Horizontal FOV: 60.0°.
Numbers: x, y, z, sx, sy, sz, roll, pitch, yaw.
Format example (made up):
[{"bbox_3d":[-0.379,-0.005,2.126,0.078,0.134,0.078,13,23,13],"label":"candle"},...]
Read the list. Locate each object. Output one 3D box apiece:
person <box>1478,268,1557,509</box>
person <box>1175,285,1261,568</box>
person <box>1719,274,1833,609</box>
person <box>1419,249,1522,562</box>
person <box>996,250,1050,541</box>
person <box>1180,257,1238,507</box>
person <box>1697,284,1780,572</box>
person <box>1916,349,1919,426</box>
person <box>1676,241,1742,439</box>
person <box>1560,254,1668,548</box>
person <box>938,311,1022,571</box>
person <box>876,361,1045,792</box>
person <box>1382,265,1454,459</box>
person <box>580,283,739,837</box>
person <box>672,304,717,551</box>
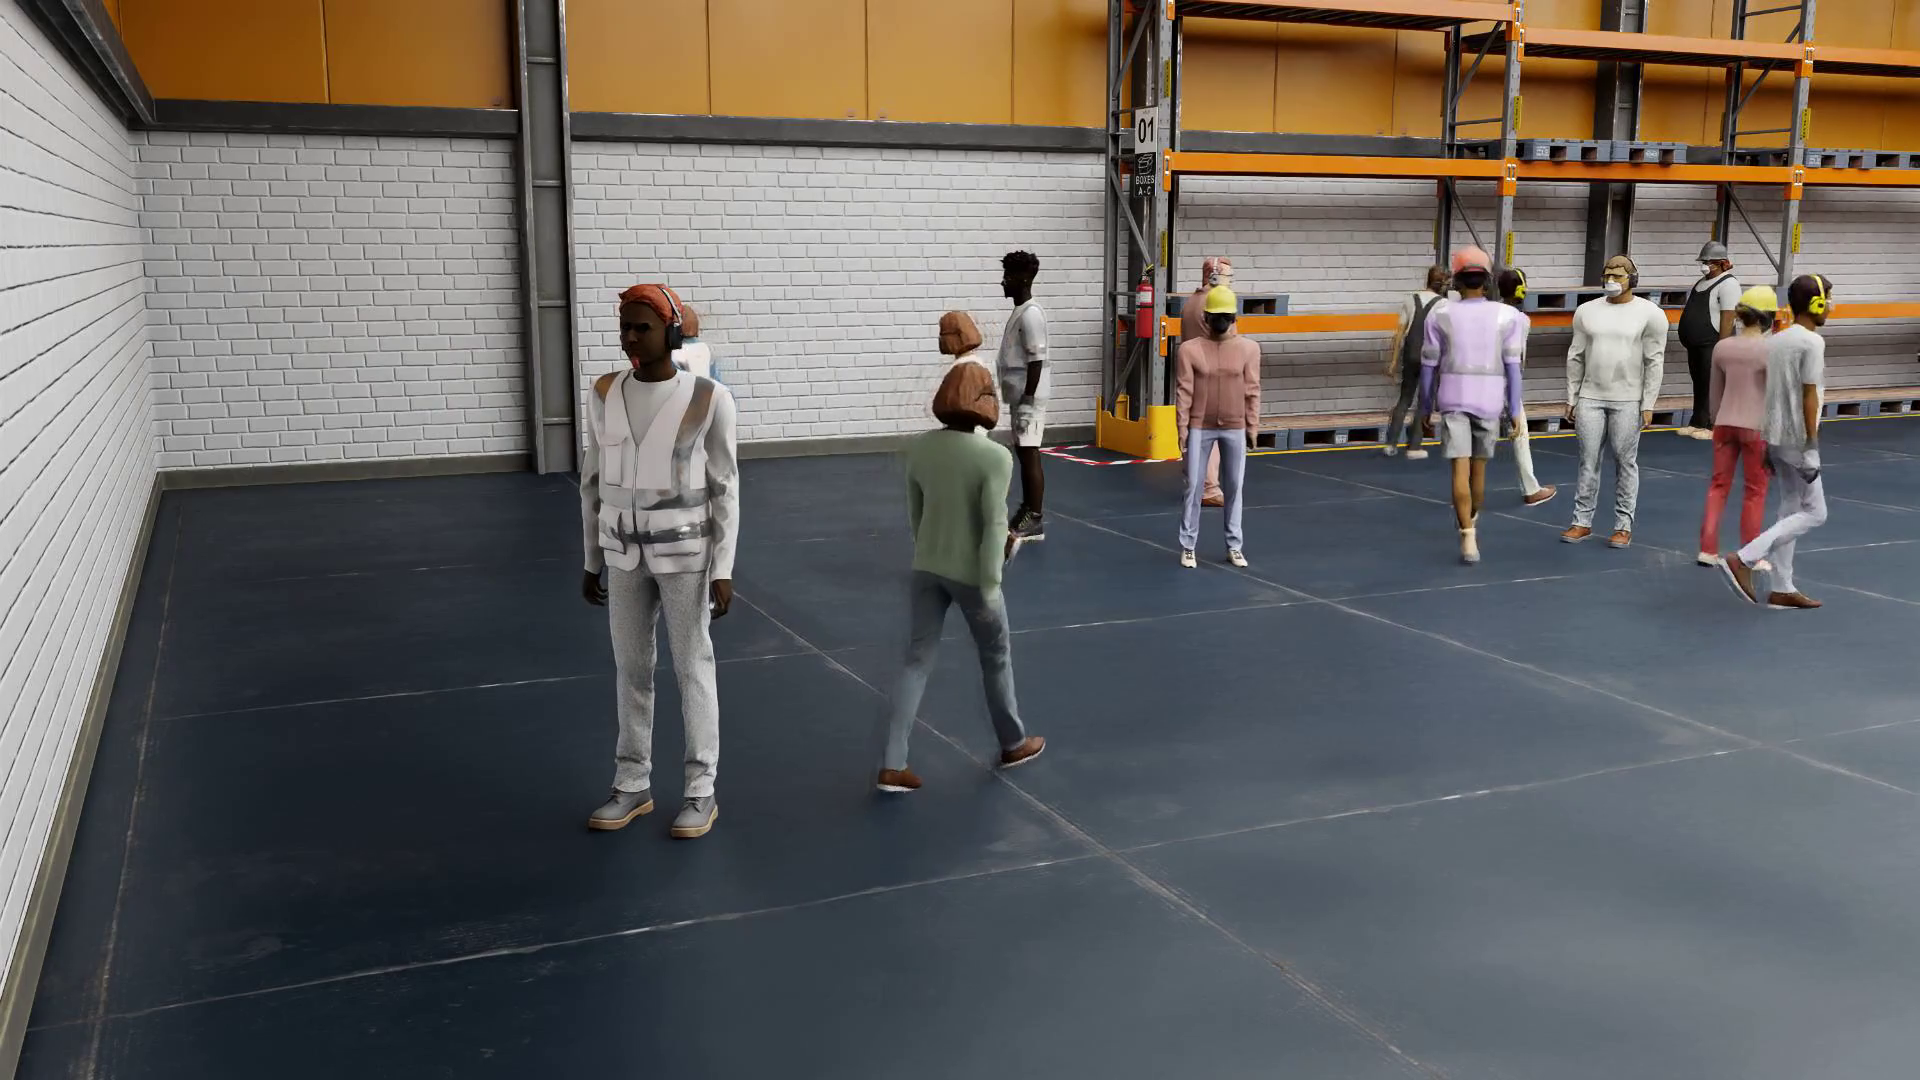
[{"bbox_3d":[4.137,-1.138,12.612,0.956,1.823,0.521,-6,12,-30],"label":"person"},{"bbox_3d":[1.589,-0.687,10.292,0.521,1.759,0.360,0,10,0],"label":"person"},{"bbox_3d":[4.496,-0.518,9.086,0.515,1.848,0.546,0,10,2],"label":"person"},{"bbox_3d":[3.286,-0.879,10.741,0.623,1.970,1.096,2,10,9],"label":"person"},{"bbox_3d":[0.429,-0.977,11.309,0.368,1.967,0.600,-1,10,-4],"label":"person"},{"bbox_3d":[1.937,-1.211,12.789,0.399,1.905,0.642,-3,11,-17],"label":"person"},{"bbox_3d":[4.841,-0.679,10.240,0.329,1.777,0.527,-5,11,-27],"label":"person"},{"bbox_3d":[10.817,-2.080,18.247,0.444,1.683,0.539,-4,11,-22],"label":"person"},{"bbox_3d":[7.683,-2.061,17.142,0.535,2.000,0.680,0,10,-2],"label":"person"},{"bbox_3d":[4.330,-0.918,11.061,0.632,1.940,0.372,9,13,40],"label":"person"},{"bbox_3d":[0.075,-0.543,9.849,0.459,1.615,0.517,4,11,21],"label":"person"},{"bbox_3d":[-0.017,0.132,6.186,0.499,1.587,0.847,7,12,34],"label":"person"},{"bbox_3d":[4.324,-1.652,15.516,0.551,1.804,0.455,8,13,38],"label":"person"},{"bbox_3d":[-1.031,0.077,5.671,0.573,1.883,0.355,3,11,17],"label":"person"},{"bbox_3d":[-1.865,-0.726,10.875,0.720,1.608,0.538,5,11,27],"label":"person"}]
